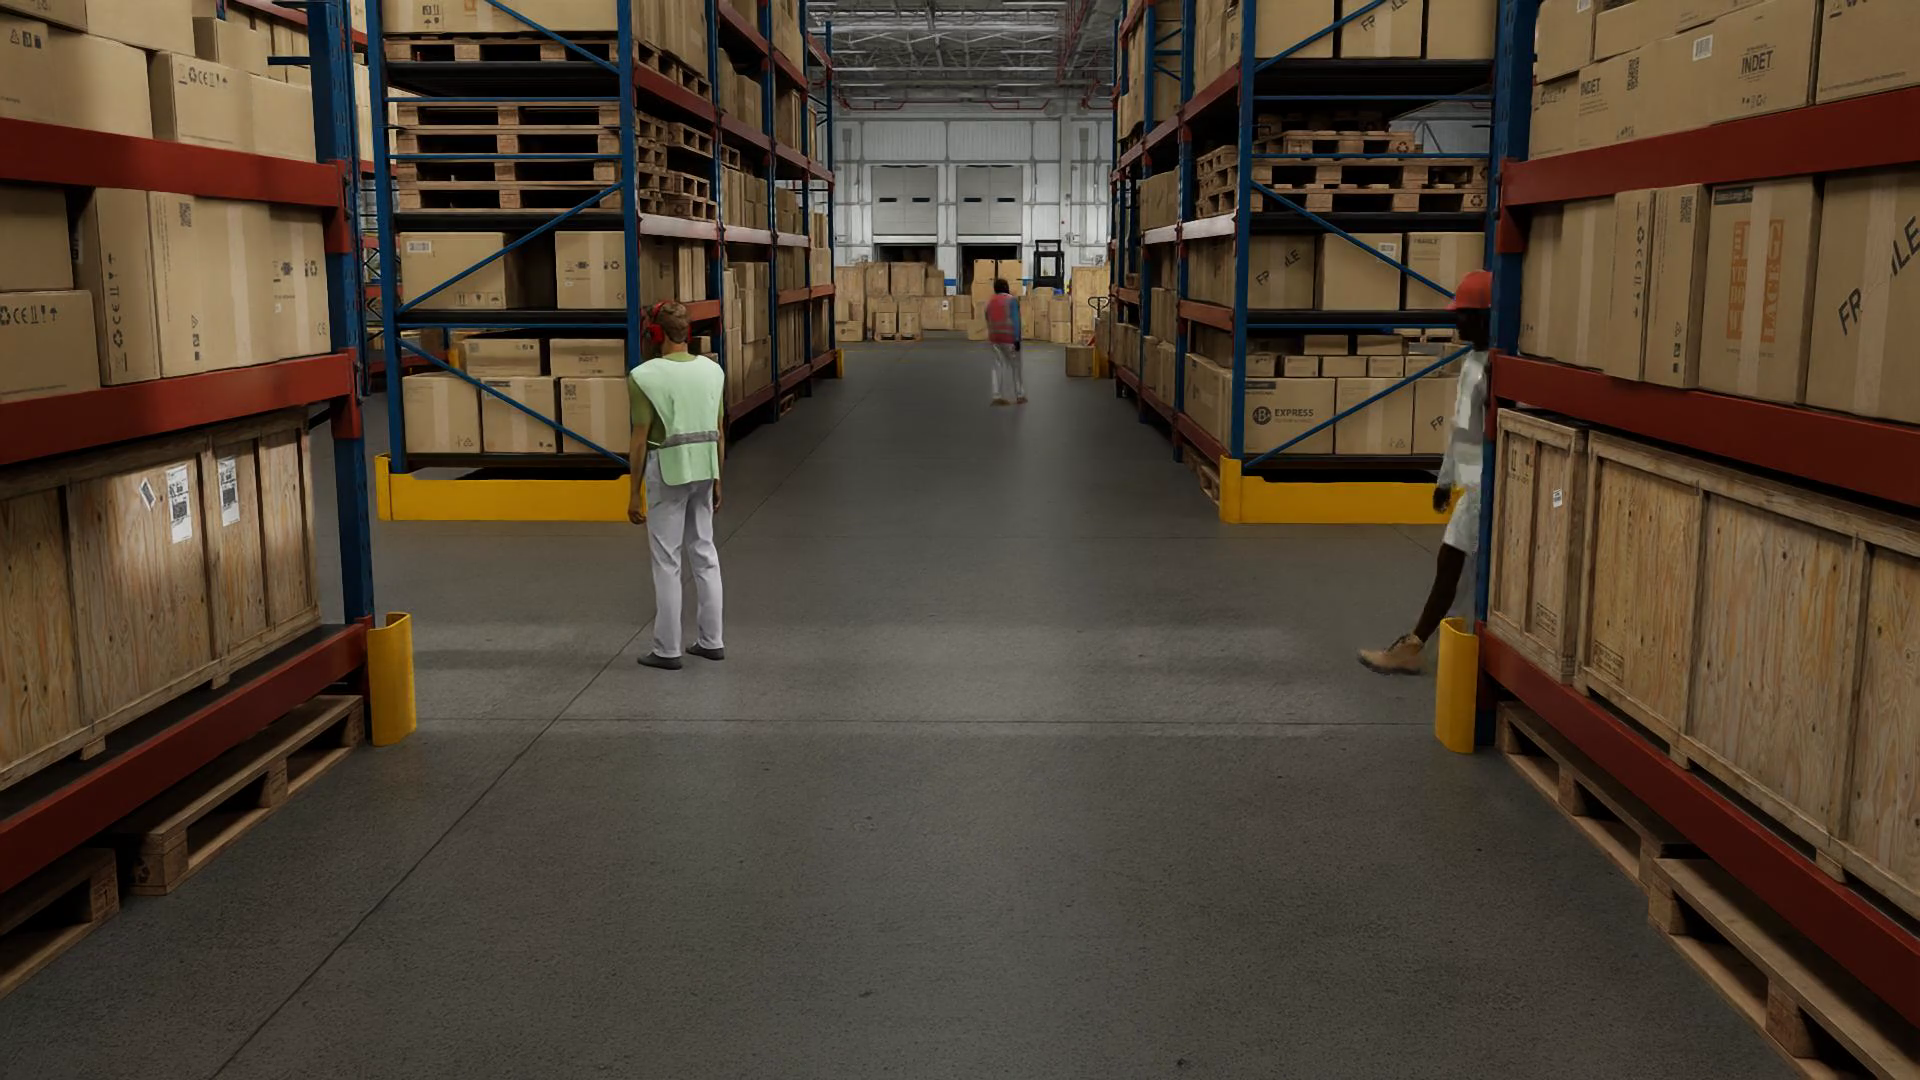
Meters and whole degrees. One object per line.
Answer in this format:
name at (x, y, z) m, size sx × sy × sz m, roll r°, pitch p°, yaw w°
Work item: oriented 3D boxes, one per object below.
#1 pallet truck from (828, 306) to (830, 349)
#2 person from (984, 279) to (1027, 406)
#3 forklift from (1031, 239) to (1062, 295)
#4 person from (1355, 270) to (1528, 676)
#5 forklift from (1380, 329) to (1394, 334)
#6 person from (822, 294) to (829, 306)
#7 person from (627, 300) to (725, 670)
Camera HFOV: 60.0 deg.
pallet truck at (-3.100, -3.940, 29.800) m, size 1.885 × 1.965 × 0.823 m, roll 3°, pitch 10°, yaw 19°
person at (0.677, -2.816, 23.704) m, size 0.698 × 1.788 × 0.825 m, roll 7°, pitch 12°, yaw 35°
forklift at (3.107, -9.193, 58.628) m, size 1.129 × 2.768 × 1.873 m, roll 2°, pitch 10°, yaw 9°
person at (2.529, -0.306, 8.088) m, size 1.059 × 1.992 × 0.622 m, roll 1°, pitch 9°, yaw 3°
forklift at (9.063, -5.833, 38.503) m, size 1.873 × 2.768 × 1.129 m, roll 0°, pitch 9°, yaw 0°
person at (-2.908, -4.839, 35.193) m, size 0.613 × 1.995 × 0.391 m, roll -9°, pitch 13°, yaw -42°
person at (-1.392, -0.270, 8.306) m, size 0.381 × 1.836 × 0.564 m, roll 8°, pitch 13°, yaw 42°
